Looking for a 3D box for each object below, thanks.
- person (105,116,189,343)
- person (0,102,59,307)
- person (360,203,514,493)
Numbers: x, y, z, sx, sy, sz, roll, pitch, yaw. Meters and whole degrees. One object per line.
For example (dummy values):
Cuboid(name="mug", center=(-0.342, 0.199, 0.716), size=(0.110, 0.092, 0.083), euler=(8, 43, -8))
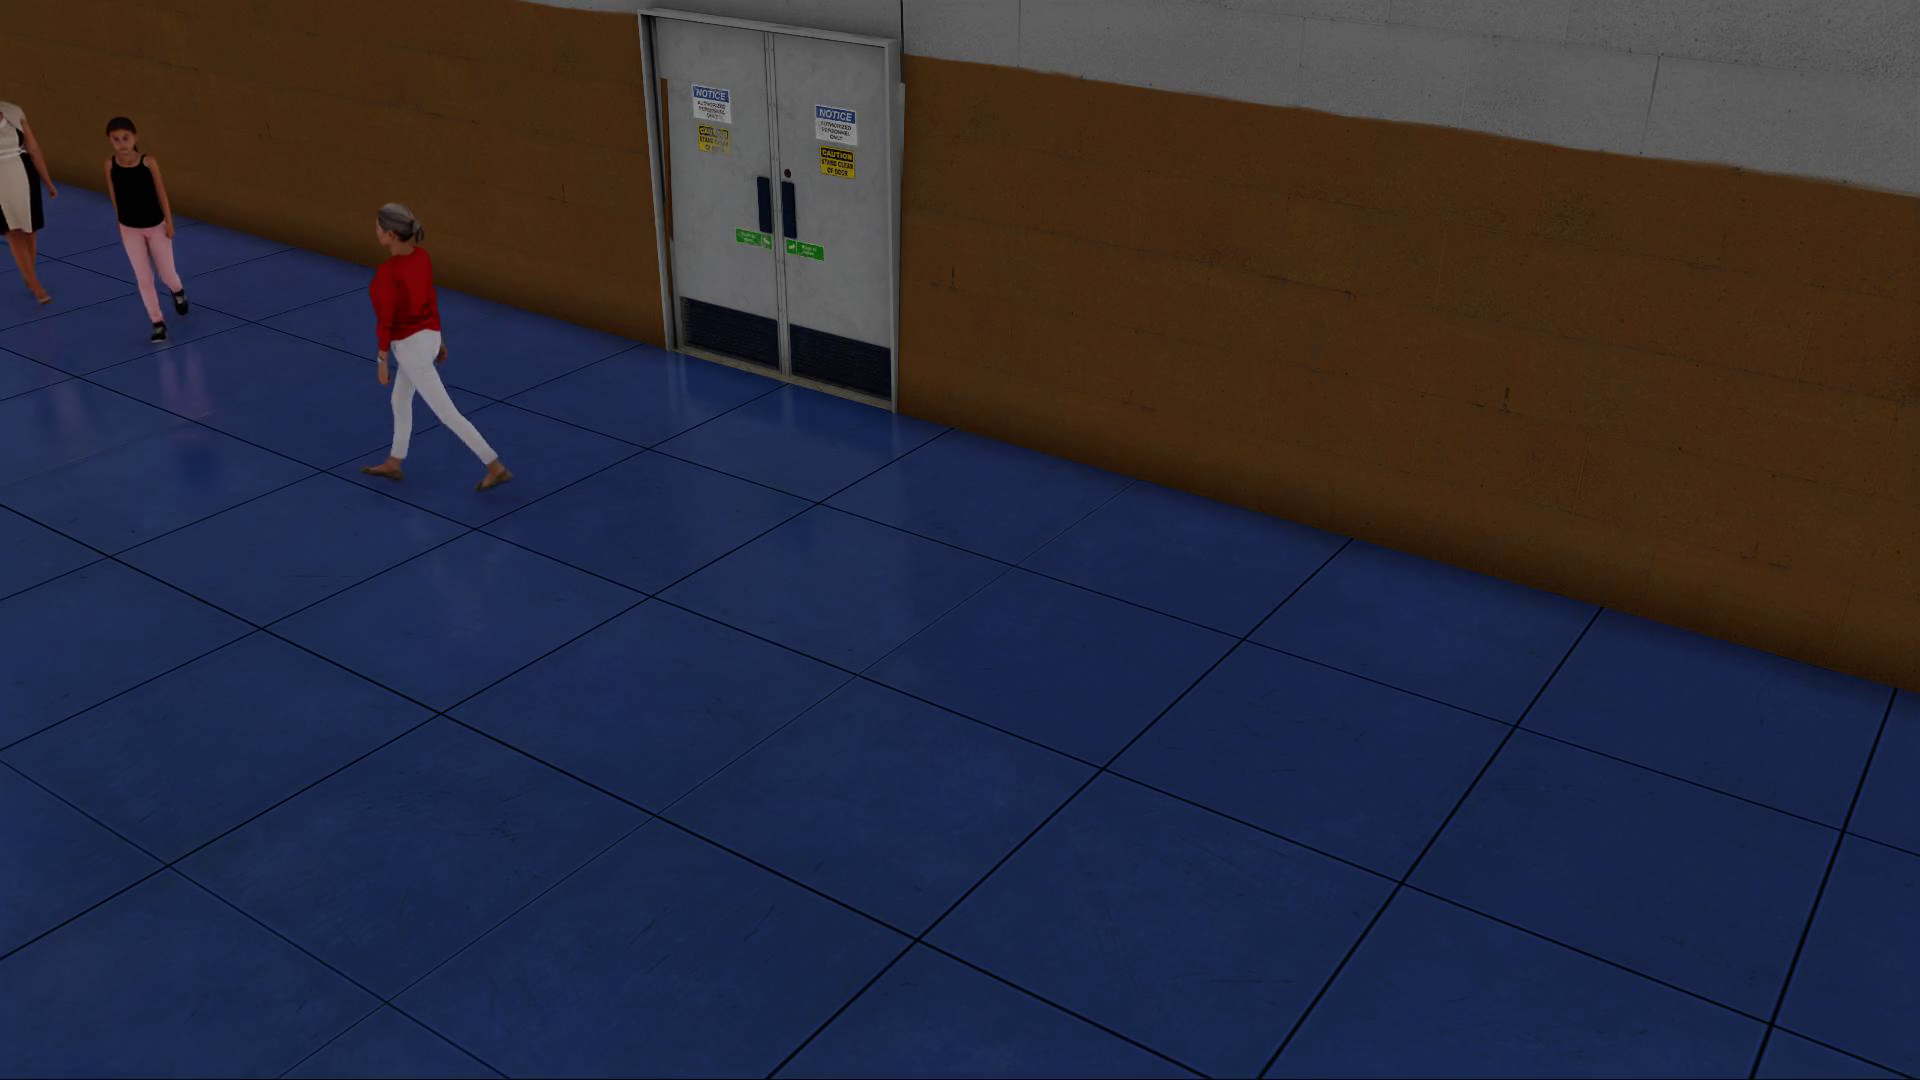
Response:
Cuboid(name="person", center=(-5.677, -2.184, 11.607), size=(0.864, 1.545, 0.896), euler=(-6, 28, -12))
Cuboid(name="person", center=(-6.983, -2.588, 12.217), size=(1.050, 1.714, 0.853), euler=(-23, 35, -38))
Cuboid(name="person", center=(-2.902, -0.996, 9.151), size=(0.912, 1.647, 1.185), euler=(7, 28, 13))
